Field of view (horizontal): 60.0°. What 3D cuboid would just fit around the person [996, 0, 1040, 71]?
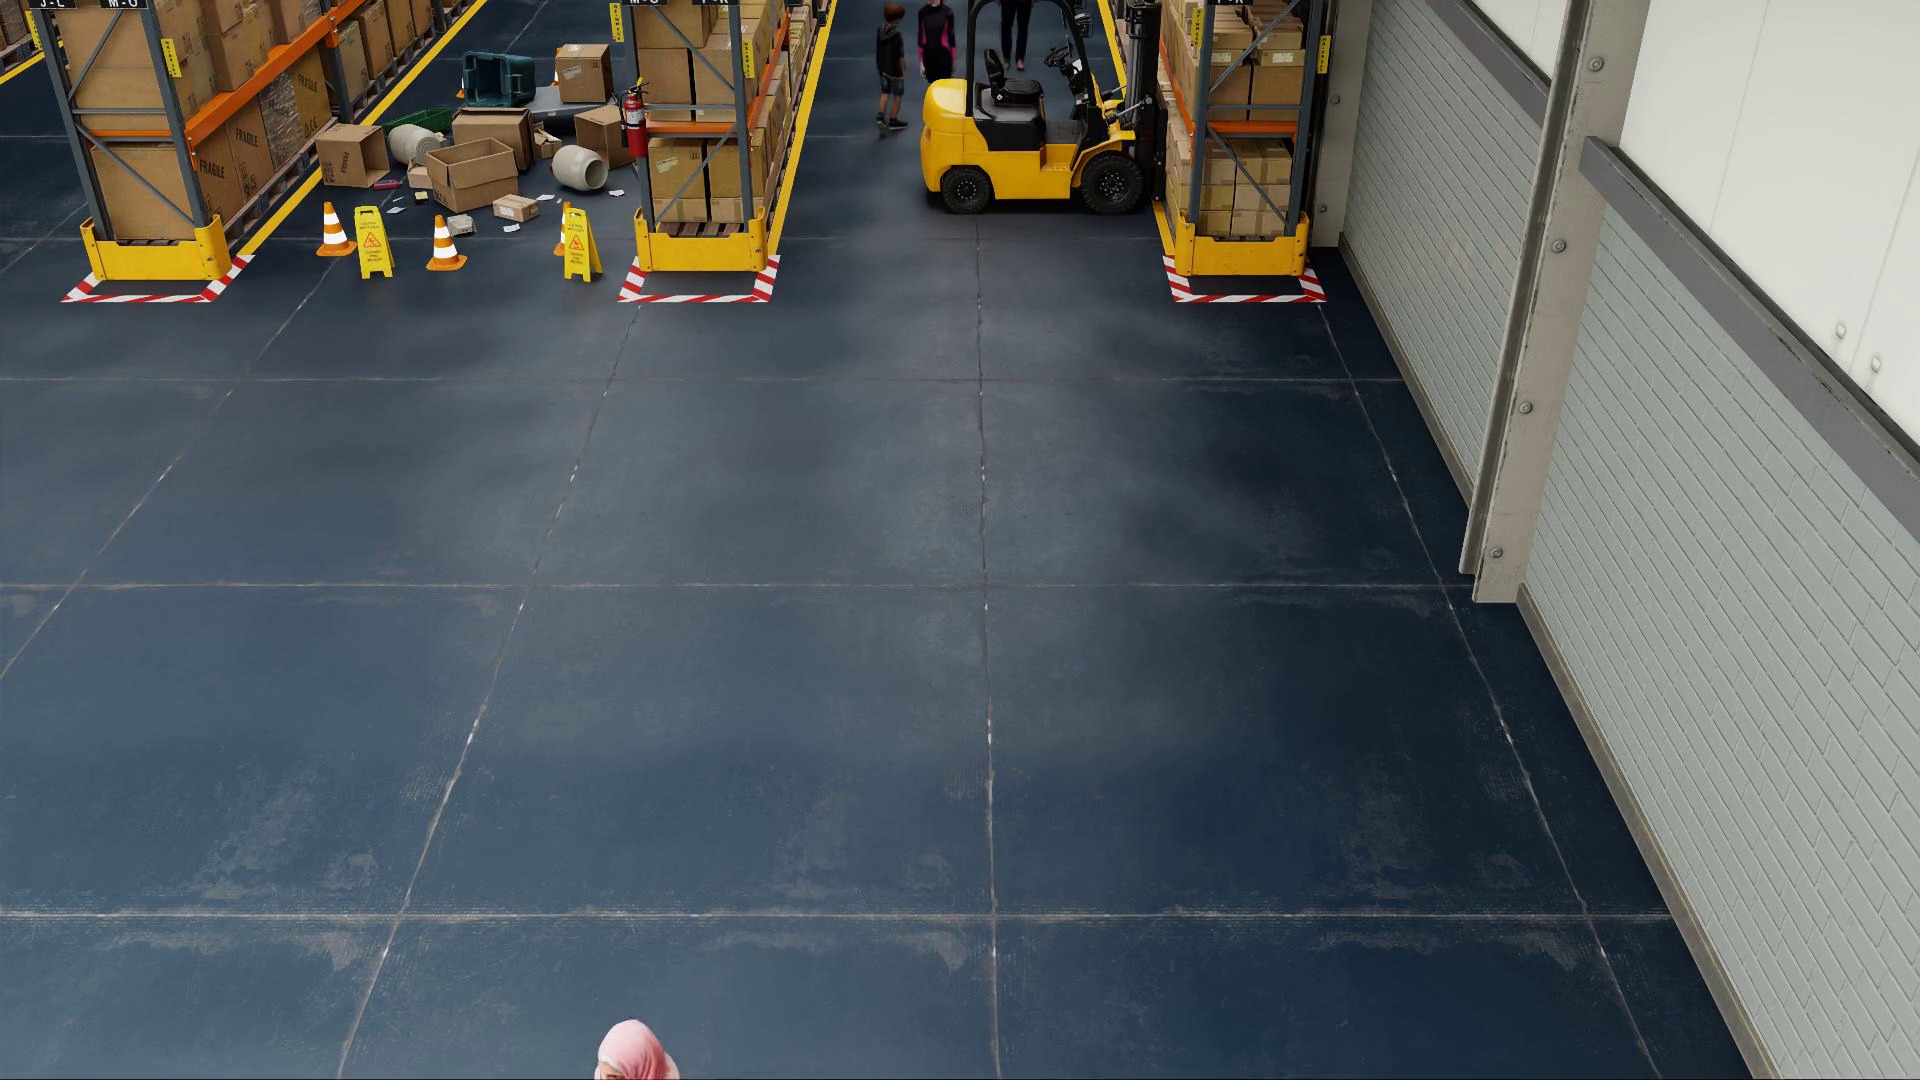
[{"bbox_3d":[0.690,-6.684,20.281,0.694,1.836,0.640,-2,32,-4],"label":"person"}]

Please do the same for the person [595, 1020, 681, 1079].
[{"bbox_3d":[-1.048,2.361,6.027,1.123,1.745,1.263,22,39,31],"label":"person"}]

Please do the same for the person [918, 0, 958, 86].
[{"bbox_3d":[-0.245,-5.199,18.070,0.759,1.682,1.191,6,33,10],"label":"person"}]

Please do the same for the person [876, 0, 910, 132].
[{"bbox_3d":[-0.765,-5.162,18.254,0.792,1.424,0.859,16,36,24],"label":"person"}]
